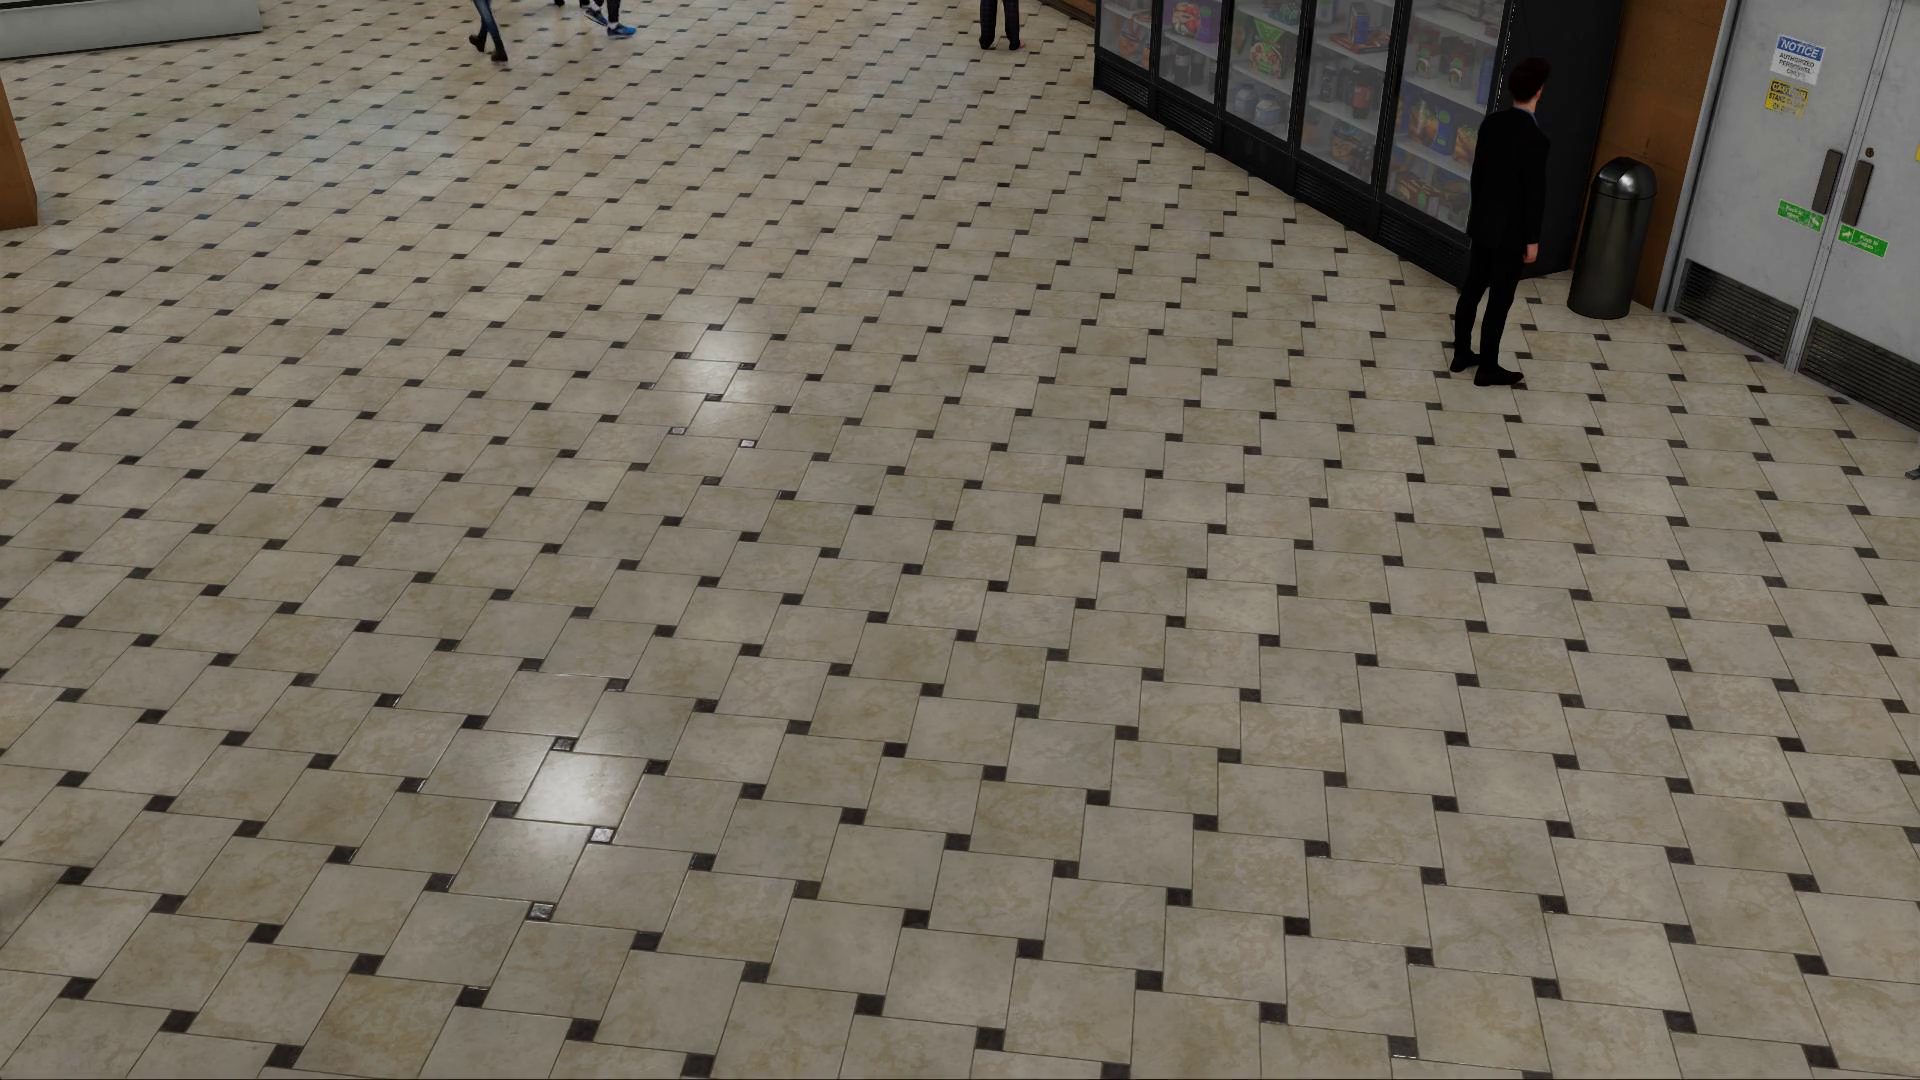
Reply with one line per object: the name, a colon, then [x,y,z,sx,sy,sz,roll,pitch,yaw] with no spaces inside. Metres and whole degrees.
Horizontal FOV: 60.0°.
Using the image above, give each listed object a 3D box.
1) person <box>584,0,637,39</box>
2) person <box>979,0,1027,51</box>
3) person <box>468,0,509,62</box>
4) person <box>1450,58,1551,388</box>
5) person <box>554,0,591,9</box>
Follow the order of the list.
person: [-3.425,-5.674,15.803,0.693,1.807,0.700,-17,36,-25]
person: [0.384,-5.541,15.528,0.698,1.872,0.796,6,32,10]
person: [-4.359,-5.032,15.268,0.904,1.282,0.740,-27,41,-36]
person: [3.095,-1.801,9.494,0.581,1.896,0.671,-13,34,-21]
person: [-4.070,-6.325,16.894,0.728,1.759,0.829,2,32,4]
